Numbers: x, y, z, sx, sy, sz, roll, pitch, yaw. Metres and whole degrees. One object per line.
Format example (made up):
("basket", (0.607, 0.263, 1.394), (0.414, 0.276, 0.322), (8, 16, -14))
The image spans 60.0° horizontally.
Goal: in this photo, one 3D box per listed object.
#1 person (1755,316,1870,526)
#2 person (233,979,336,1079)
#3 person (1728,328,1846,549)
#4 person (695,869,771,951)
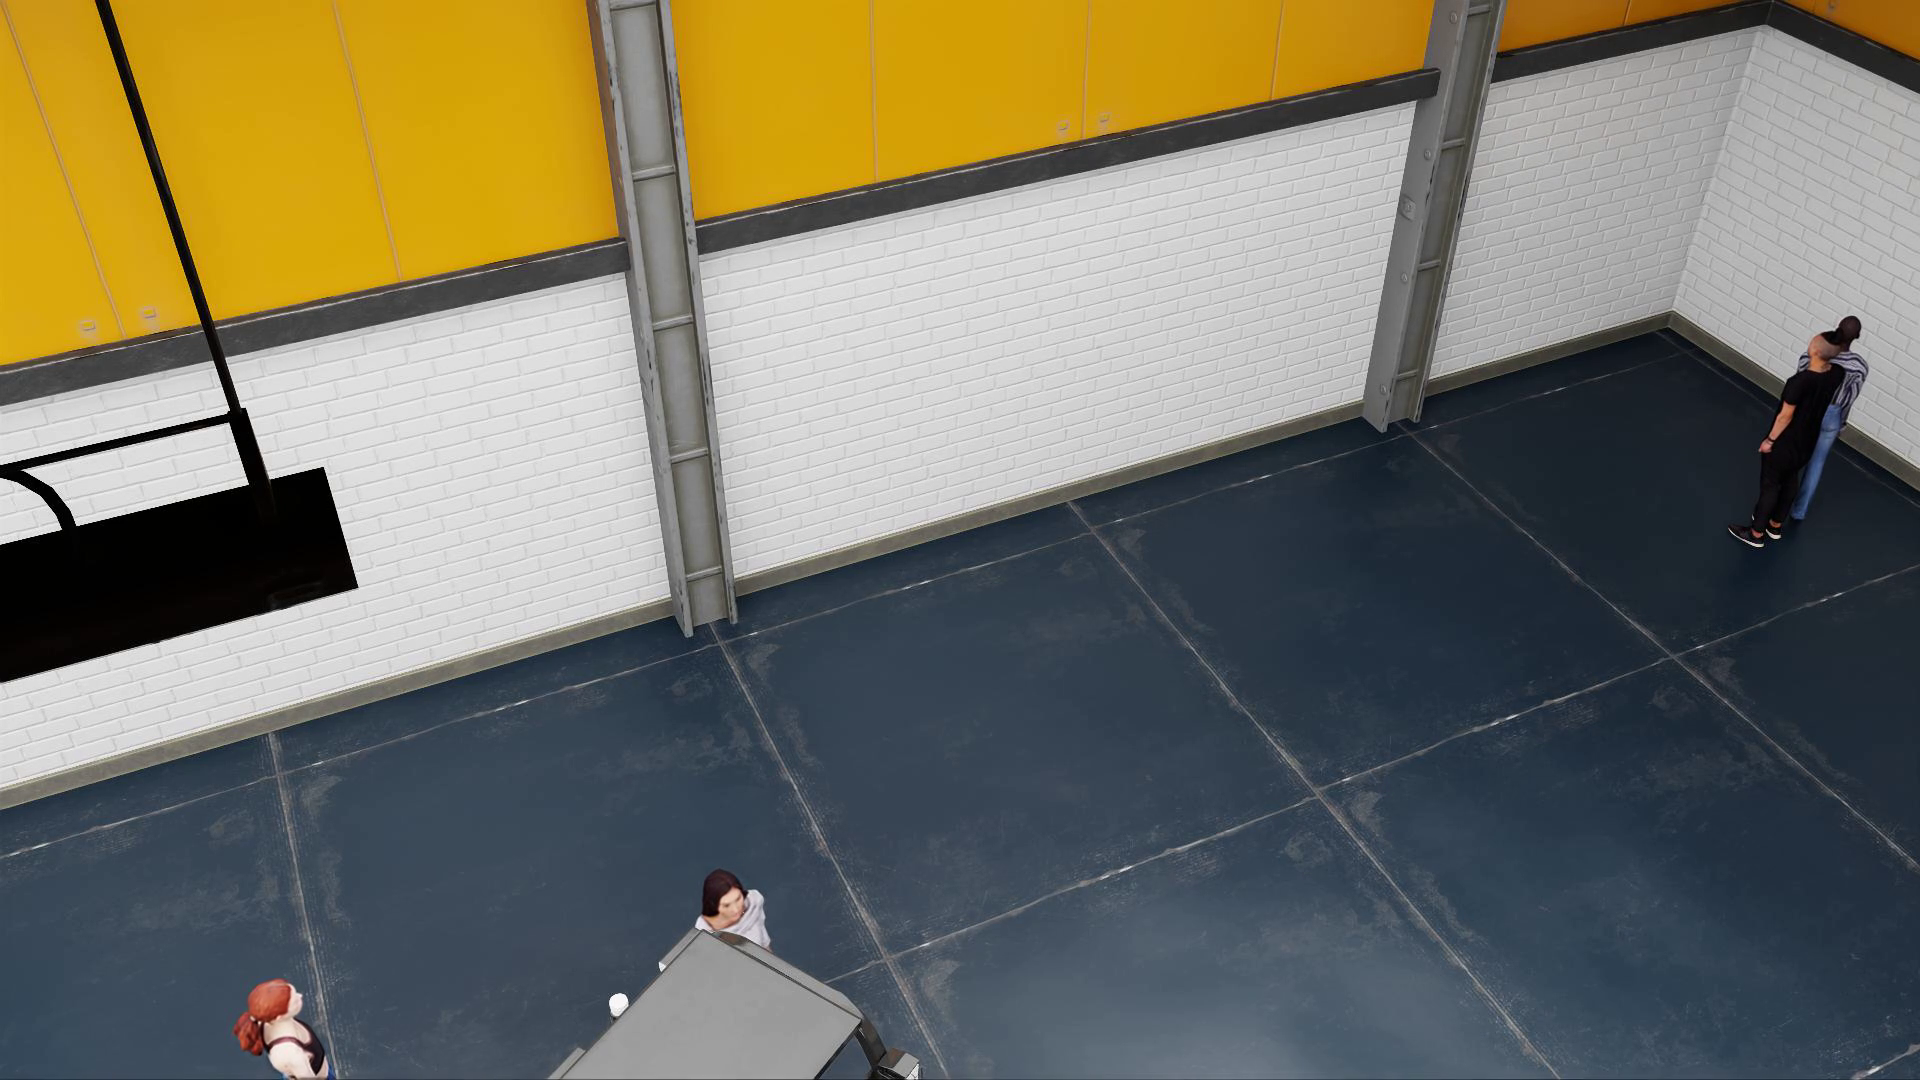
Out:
("person", (6.325, -0.873, 12.316), (0.680, 1.796, 0.750), (11, 40, 14))
("person", (-3.058, 2.668, 7.891), (0.657, 1.784, 0.645), (-30, 48, -32))
("person", (6.080, -0.766, 12.128), (0.521, 1.863, 0.741), (-18, 42, -21))
("person", (-1.165, 2.249, 8.537), (0.731, 1.632, 0.577), (31, 48, 33))
